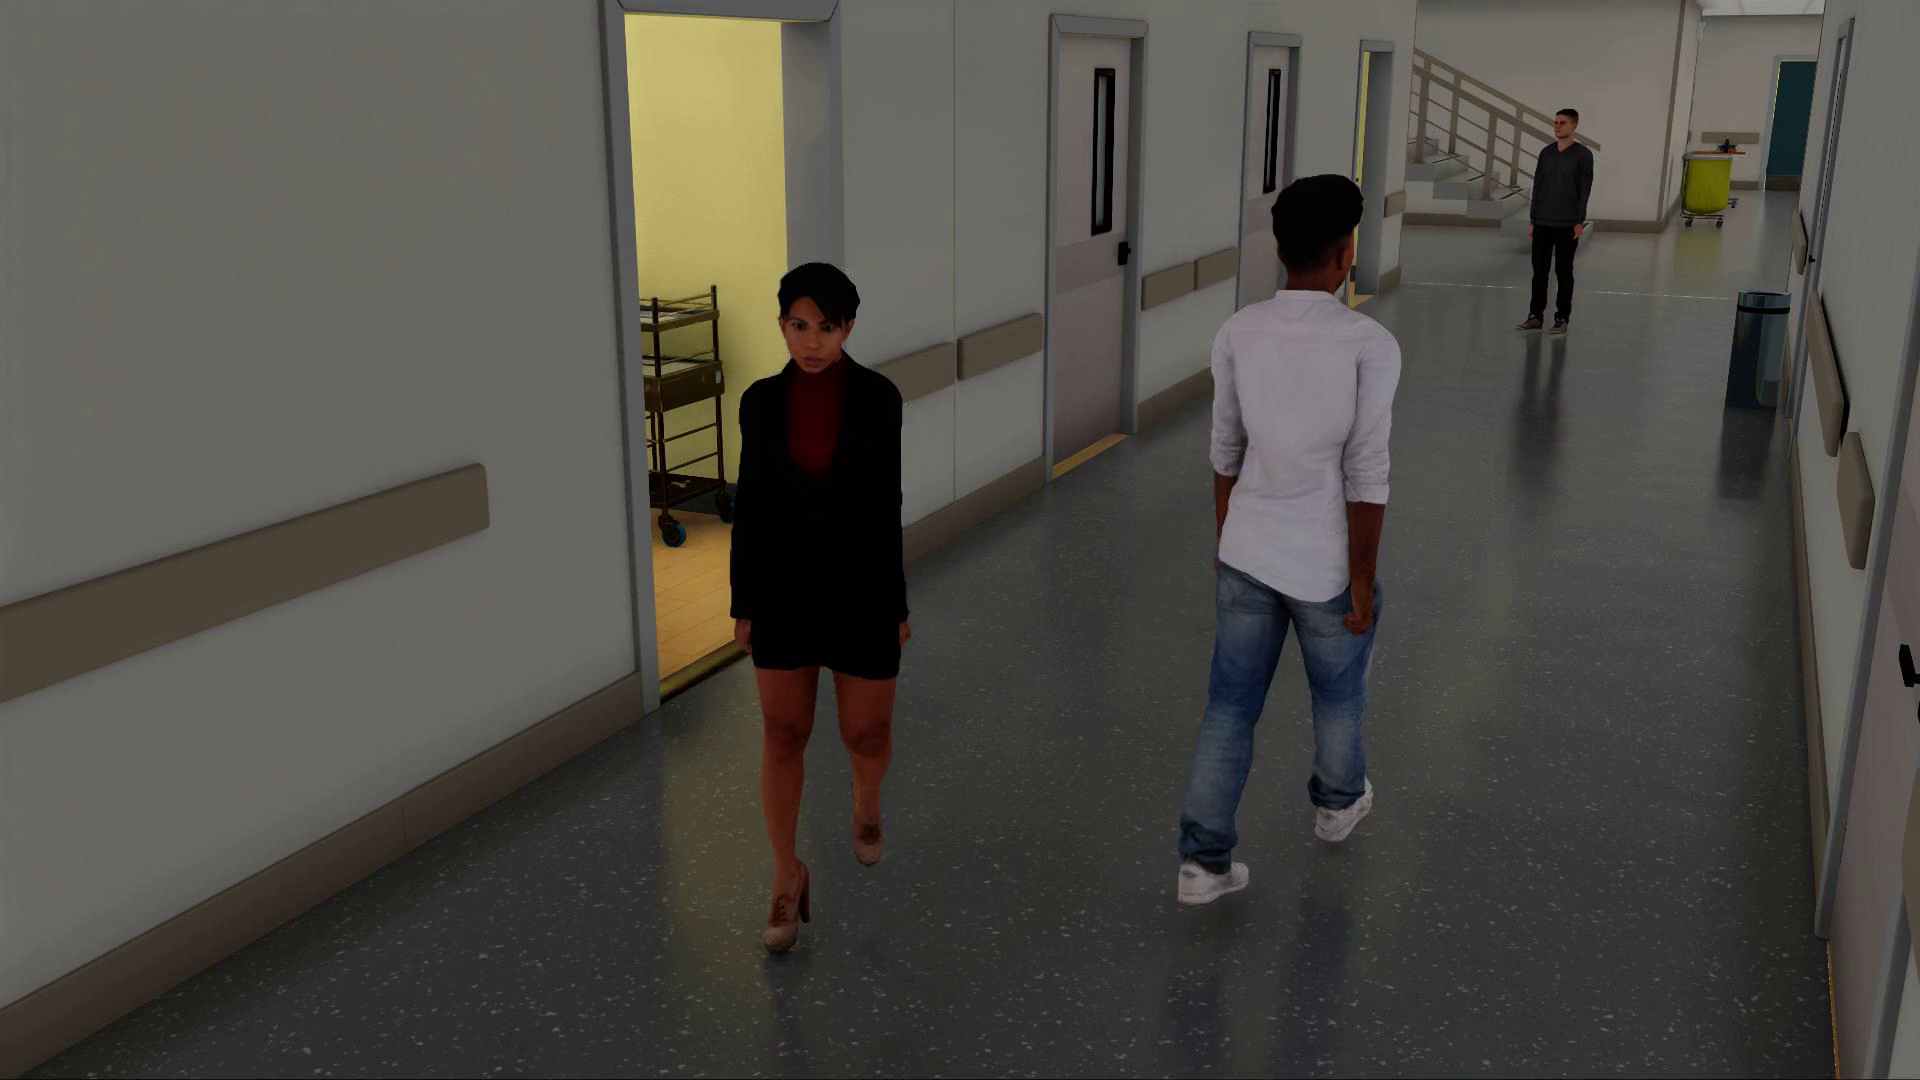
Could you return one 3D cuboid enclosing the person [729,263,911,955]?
[{"bbox_3d":[-0.302,0.164,3.941,0.714,1.629,0.757,2,16,8],"label":"person"}]

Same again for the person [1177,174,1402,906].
[{"bbox_3d":[0.771,0.052,4.075,1.138,1.772,0.822,10,19,33],"label":"person"}]

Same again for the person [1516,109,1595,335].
[{"bbox_3d":[4.784,-2.545,13.310,0.575,1.760,0.741,15,21,42],"label":"person"}]
